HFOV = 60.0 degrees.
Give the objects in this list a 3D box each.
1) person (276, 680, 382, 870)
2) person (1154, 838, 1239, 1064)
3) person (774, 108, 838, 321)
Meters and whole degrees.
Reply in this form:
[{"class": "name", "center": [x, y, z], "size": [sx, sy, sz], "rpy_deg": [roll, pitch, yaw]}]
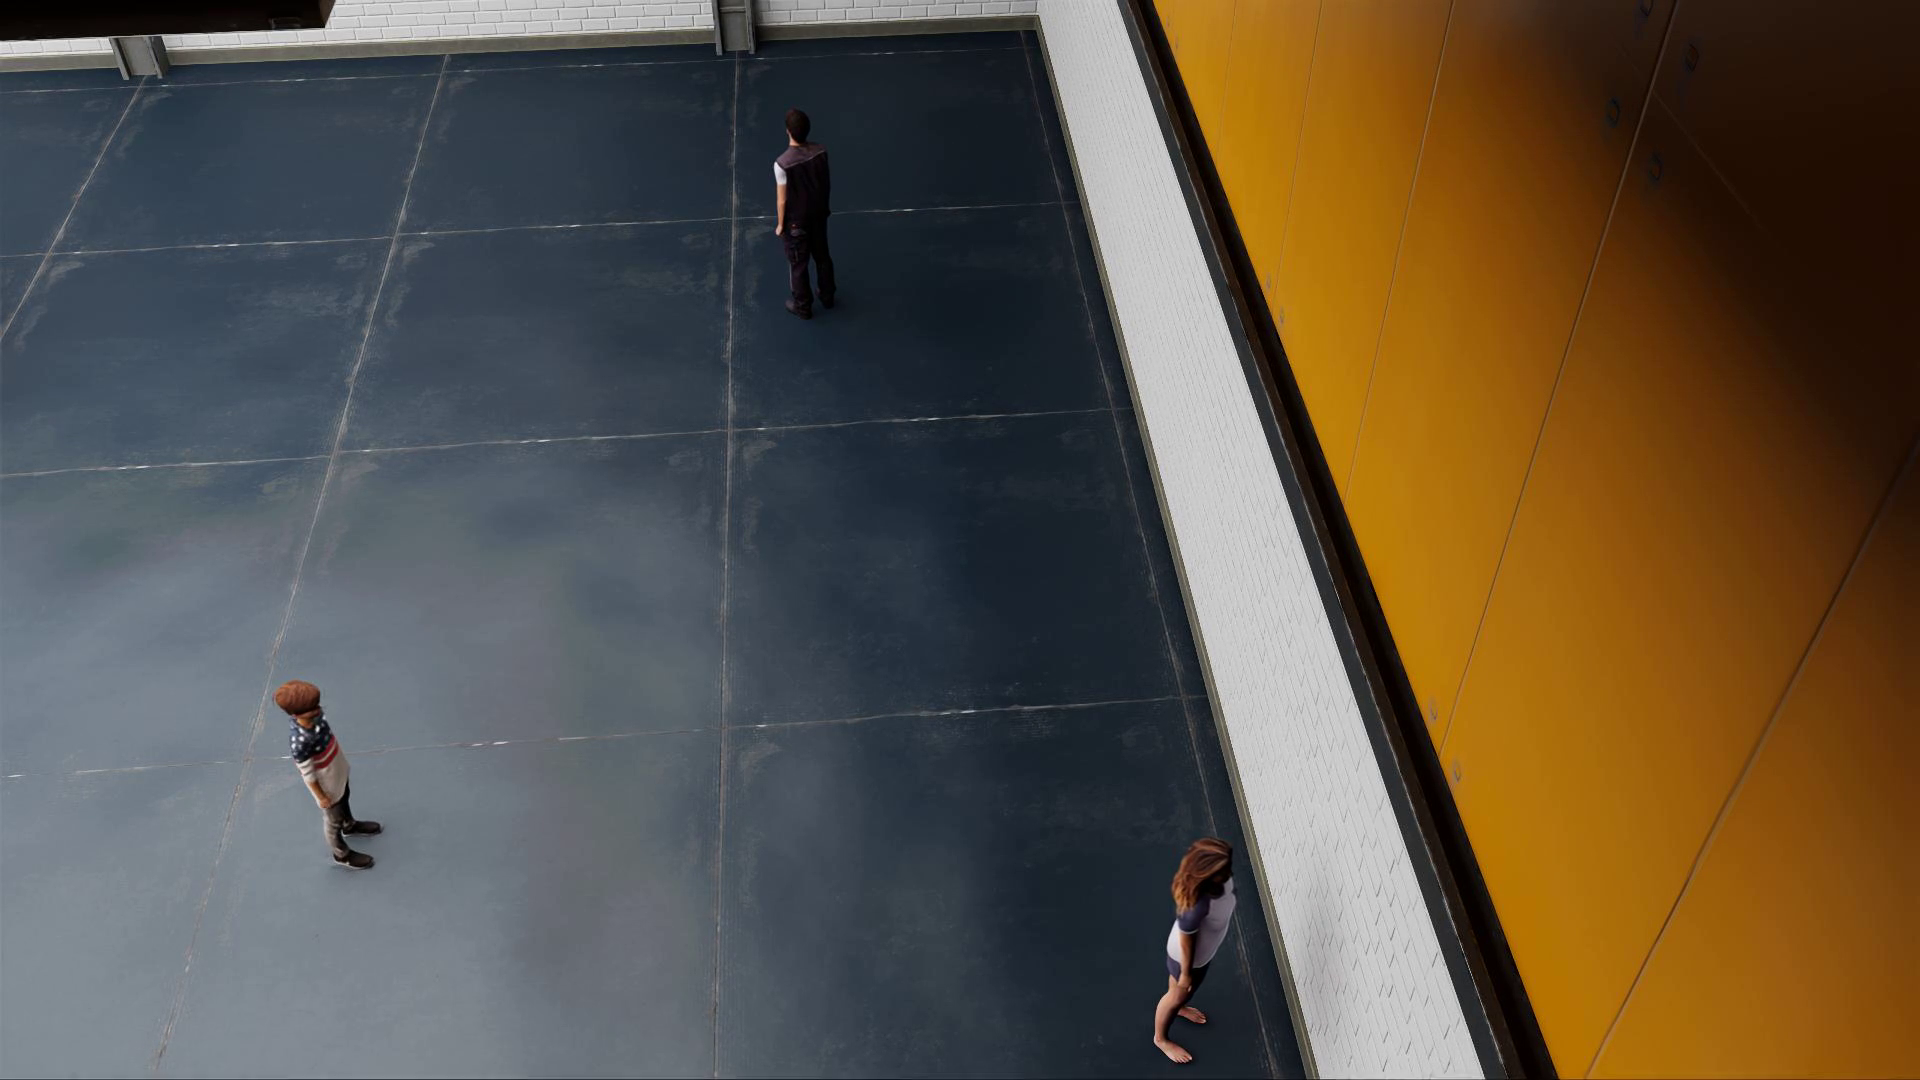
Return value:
[{"class": "person", "center": [-3.649, 1.319, 9.555], "size": [0.461, 1.440, 0.518], "rpy_deg": [-2, 44, -2]}, {"class": "person", "center": [1.199, 2.066, 8.561], "size": [0.705, 1.729, 0.691], "rpy_deg": [18, 47, 18]}, {"class": "person", "center": [-1.249, -2.625, 13.399], "size": [0.689, 1.848, 0.802], "rpy_deg": [-27, 50, -25]}]
